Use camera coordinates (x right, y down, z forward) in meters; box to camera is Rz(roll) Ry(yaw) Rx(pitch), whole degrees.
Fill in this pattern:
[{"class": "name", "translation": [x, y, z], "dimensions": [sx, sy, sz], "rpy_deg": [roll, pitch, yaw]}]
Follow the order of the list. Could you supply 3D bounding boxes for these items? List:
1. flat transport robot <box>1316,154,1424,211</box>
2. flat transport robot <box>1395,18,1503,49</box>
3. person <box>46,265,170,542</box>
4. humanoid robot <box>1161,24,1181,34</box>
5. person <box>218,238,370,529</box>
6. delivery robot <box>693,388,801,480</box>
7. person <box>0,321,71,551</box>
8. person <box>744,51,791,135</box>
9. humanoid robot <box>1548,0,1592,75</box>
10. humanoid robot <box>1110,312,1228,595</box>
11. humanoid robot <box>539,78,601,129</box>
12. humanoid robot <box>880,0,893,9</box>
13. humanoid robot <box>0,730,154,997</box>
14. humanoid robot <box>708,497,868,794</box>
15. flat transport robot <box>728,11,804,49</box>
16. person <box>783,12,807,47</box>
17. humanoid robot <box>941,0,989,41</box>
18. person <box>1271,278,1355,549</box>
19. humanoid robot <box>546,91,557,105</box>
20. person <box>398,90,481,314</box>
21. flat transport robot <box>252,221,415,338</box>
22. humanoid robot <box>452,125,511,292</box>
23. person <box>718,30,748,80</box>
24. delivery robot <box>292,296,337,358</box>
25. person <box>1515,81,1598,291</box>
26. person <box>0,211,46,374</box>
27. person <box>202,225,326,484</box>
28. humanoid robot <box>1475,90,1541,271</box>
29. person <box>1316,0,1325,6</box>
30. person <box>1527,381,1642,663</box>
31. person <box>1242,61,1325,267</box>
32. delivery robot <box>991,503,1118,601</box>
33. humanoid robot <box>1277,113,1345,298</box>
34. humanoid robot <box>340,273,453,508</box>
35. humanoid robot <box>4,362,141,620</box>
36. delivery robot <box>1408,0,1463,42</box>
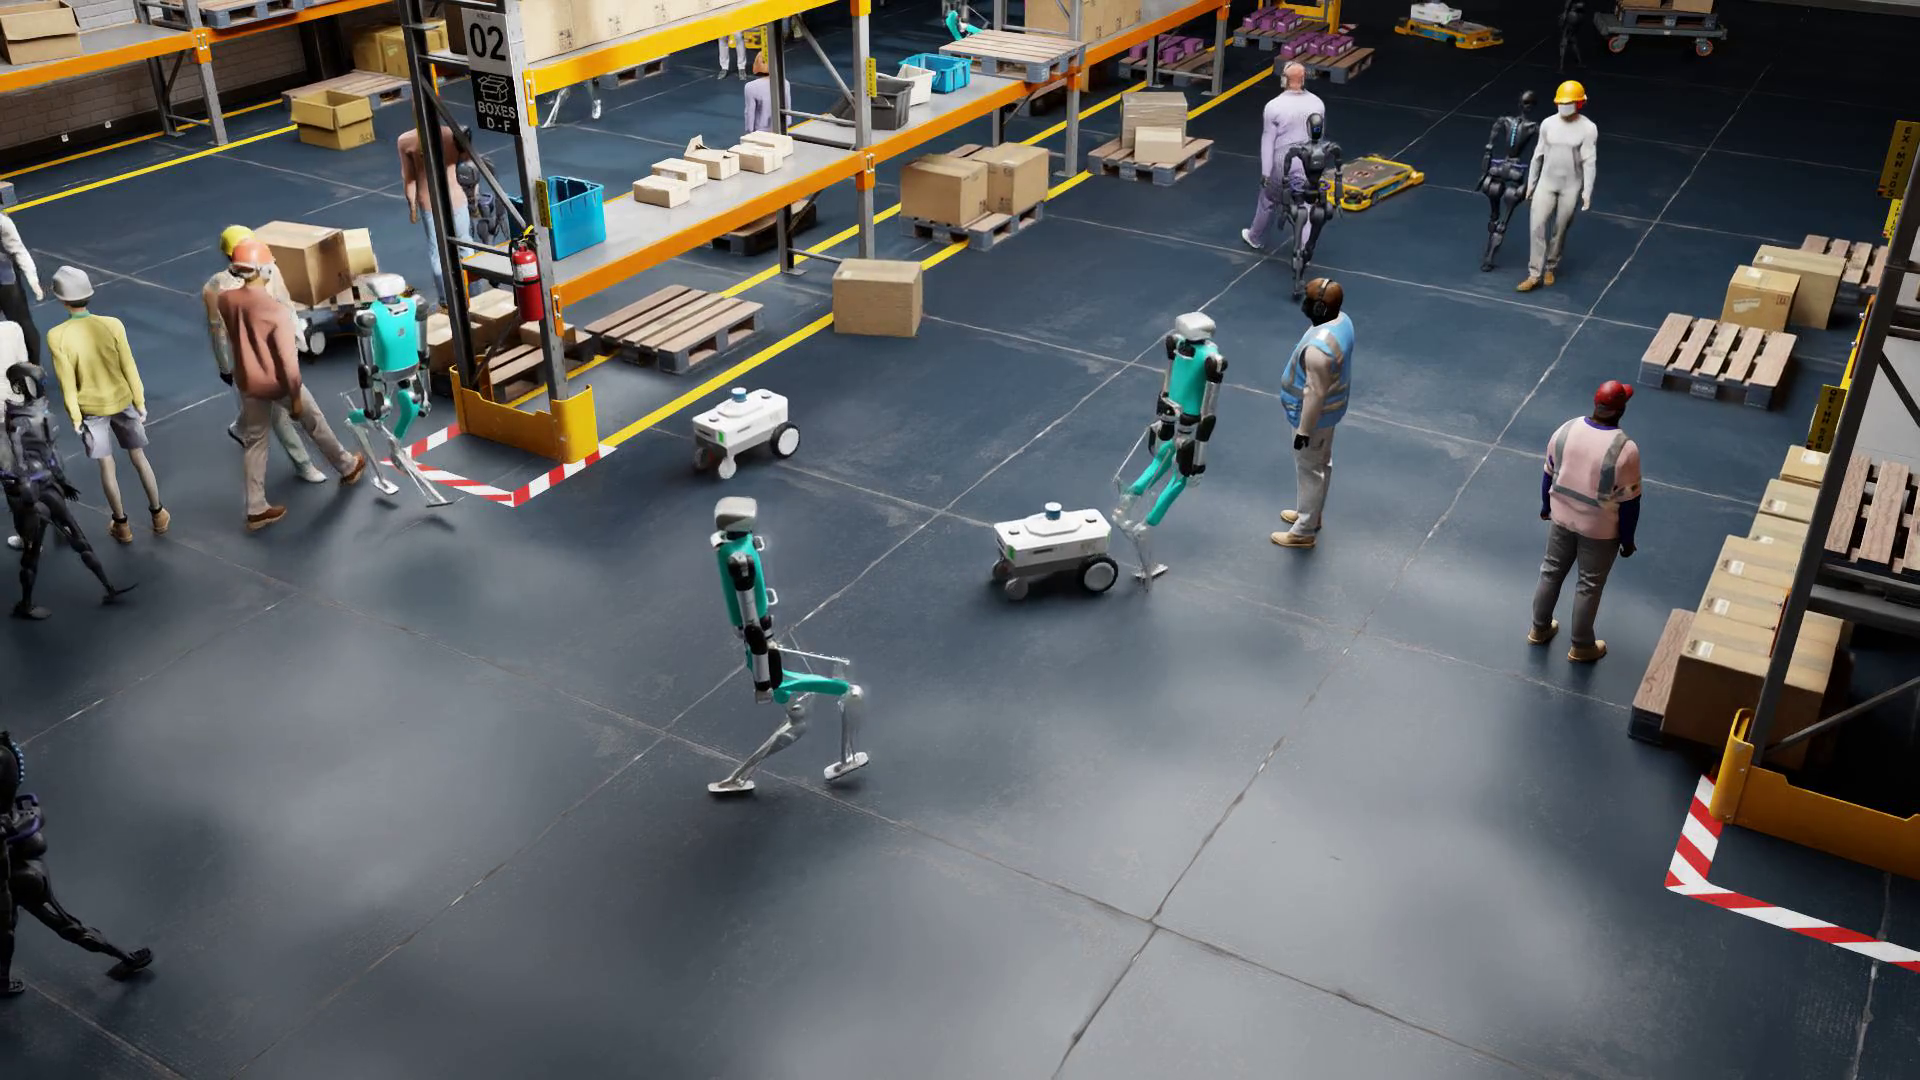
[{"class": "flat transport robot", "translation": [4.295, -3.801, 17.665], "dimensions": [0.659, 0.231, 1.431], "rpy_deg": [24, 37, 36]}, {"class": "flat transport robot", "translation": [6.996, -7.274, 23.809], "dimensions": [0.659, 0.231, 1.431], "rpy_deg": [-19, 35, -30]}, {"class": "person", "translation": [-5.560, -0.872, 10.837], "dimensions": [0.485, 1.892, 0.379], "rpy_deg": [-19, 34, -30]}, {"class": "humanoid robot", "translation": [3.069, -8.074, 23.715], "dimensions": [0.541, 1.735, 0.995], "rpy_deg": [15, 33, 25]}, {"class": "person", "translation": [-4.606, -1.105, 11.211], "dimensions": [0.616, 1.924, 1.074], "rpy_deg": [9, 31, 15]}, {"class": "delivery robot", "translation": [-1.586, -0.822, 12.090], "dimensions": [0.499, 0.580, 0.766], "rpy_deg": [23, 37, 35]}, {"class": "person", "translation": [-6.170, -0.799, 10.737], "dimensions": [0.323, 1.863, 0.526], "rpy_deg": [21, 36, 32]}, {"class": "person", "translation": [-1.939, -4.130, 16.866], "dimensions": [0.497, 1.627, 0.288], "rpy_deg": [-16, 33, -26]}, {"class": "humanoid robot", "translation": [8.134, -6.987, 21.876], "dimensions": [0.401, 1.645, 0.585], "rpy_deg": [21, 36, 32]}, {"class": "humanoid robot", "translation": [1.219, -0.477, 10.370], "dimensions": [0.752, 1.851, 0.546], "rpy_deg": [-14, 32, -23]}, {"class": "humanoid robot", "translation": [-4.667, -5.814, 19.751], "dimensions": [0.532, 1.756, 1.008], "rpy_deg": [25, 38, 36]}, {"class": "humanoid robot", "translation": [-1.096, -8.998, 25.474], "dimensions": [0.606, 1.622, 0.767], "rpy_deg": [-4, 30, -7]}, {"class": "humanoid robot", "translation": [-4.093, 1.348, 7.188], "dimensions": [0.790, 1.638, 0.601], "rpy_deg": [-15, 33, -24]}, {"class": "humanoid robot", "translation": [-0.803, 0.567, 8.507], "dimensions": [1.031, 1.770, 0.540], "rpy_deg": [-7, 30, -12]}, {"class": "flat transport robot", "translation": [-2.916, -7.281, 23.821], "dimensions": [0.659, 0.231, 1.431], "rpy_deg": [4, 30, 7]}, {"class": "person", "translation": [-2.331, -7.836, 23.352], "dimensions": [0.323, 1.701, 0.648], "rpy_deg": [13, 32, 21]}, {"class": "humanoid robot", "translation": [0.046, -6.747, 21.383], "dimensions": [0.842, 1.794, 0.543], "rpy_deg": [-19, 34, -30]}, {"class": "person", "translation": [2.282, -0.819, 10.792], "dimensions": [0.431, 1.845, 0.622], "rpy_deg": [13, 32, 22]}, {"class": "humanoid robot", "translation": [-5.308, -6.131, 20.344], "dimensions": [0.885, 1.820, 0.541], "rpy_deg": [-21, 35, -32]}, {"class": "person", "translation": [-4.460, -2.929, 14.379], "dimensions": [0.636, 1.990, 0.404], "rpy_deg": [-10, 31, -17]}, {"class": "flat transport robot", "translation": [-5.409, -1.919, 14.336], "dimensions": [1.431, 0.231, 0.659], "rpy_deg": [-11, 31, -18]}, {"class": "humanoid robot", "translation": [-4.235, -2.823, 14.515], "dimensions": [0.615, 1.646, 0.505], "rpy_deg": [-1, 29, -1]}, {"class": "person", "translation": [-2.989, -6.942, 21.538], "dimensions": [0.482, 1.935, 0.450], "rpy_deg": [2, 30, 3]}, {"class": "delivery robot", "translation": [-5.509, -1.867, 13.974], "dimensions": [0.499, 0.614, 0.804], "rpy_deg": [8, 30, 13]}, {"class": "person", "translation": [5.373, -3.150, 14.888], "dimensions": [0.616, 1.870, 0.618], "rpy_deg": [14, 33, 24]}, {"class": "person", "translation": [-7.497, -1.948, 12.901], "dimensions": [0.766, 1.733, 0.724], "rpy_deg": [-4, 30, -8]}, {"class": "person", "translation": [-4.982, -1.350, 11.698], "dimensions": [0.971, 1.877, 0.599], "rpy_deg": [15, 33, 25]}, {"class": "humanoid robot", "translation": [5.097, -3.364, 15.485], "dimensions": [0.587, 1.622, 0.657], "rpy_deg": [20, 35, 31]}, {"class": "person", "translation": [5.715, -9.162, 25.552], "dimensions": [0.429, 1.842, 0.632], "rpy_deg": [13, 32, 21]}, {"class": "person", "translation": [3.637, -0.113, 9.631], "dimensions": [0.420, 1.755, 0.605], "rpy_deg": [-22, 36, -34]}, {"class": "person", "translation": [3.065, -3.531, 15.586], "dimensions": [0.648, 1.855, 0.994], "rpy_deg": [-9, 31, -15]}, {"class": "delivery robot", "translation": [0.597, 0.048, 10.570], "dimensions": [0.802, 0.598, 0.499], "rpy_deg": [-9, 31, -15]}, {"class": "humanoid robot", "translation": [3.160, -2.966, 14.790], "dimensions": [0.609, 1.629, 0.747], "rpy_deg": [-4, 30, -6]}, {"class": "humanoid robot", "translation": [-3.885, -0.998, 11.231], "dimensions": [1.021, 1.732, 0.560], "rpy_deg": [21, 36, 32]}, {"class": "humanoid robot", "translation": [-5.540, -0.288, 10.061], "dimensions": [0.737, 1.620, 0.613], "rpy_deg": [-4, 30, -7]}, {"class": "delivery robot", "translation": [6.832, -7.485, 23.890], "dimensions": [0.499, 0.592, 0.791], "rpy_deg": [-21, 36, -33]}]
